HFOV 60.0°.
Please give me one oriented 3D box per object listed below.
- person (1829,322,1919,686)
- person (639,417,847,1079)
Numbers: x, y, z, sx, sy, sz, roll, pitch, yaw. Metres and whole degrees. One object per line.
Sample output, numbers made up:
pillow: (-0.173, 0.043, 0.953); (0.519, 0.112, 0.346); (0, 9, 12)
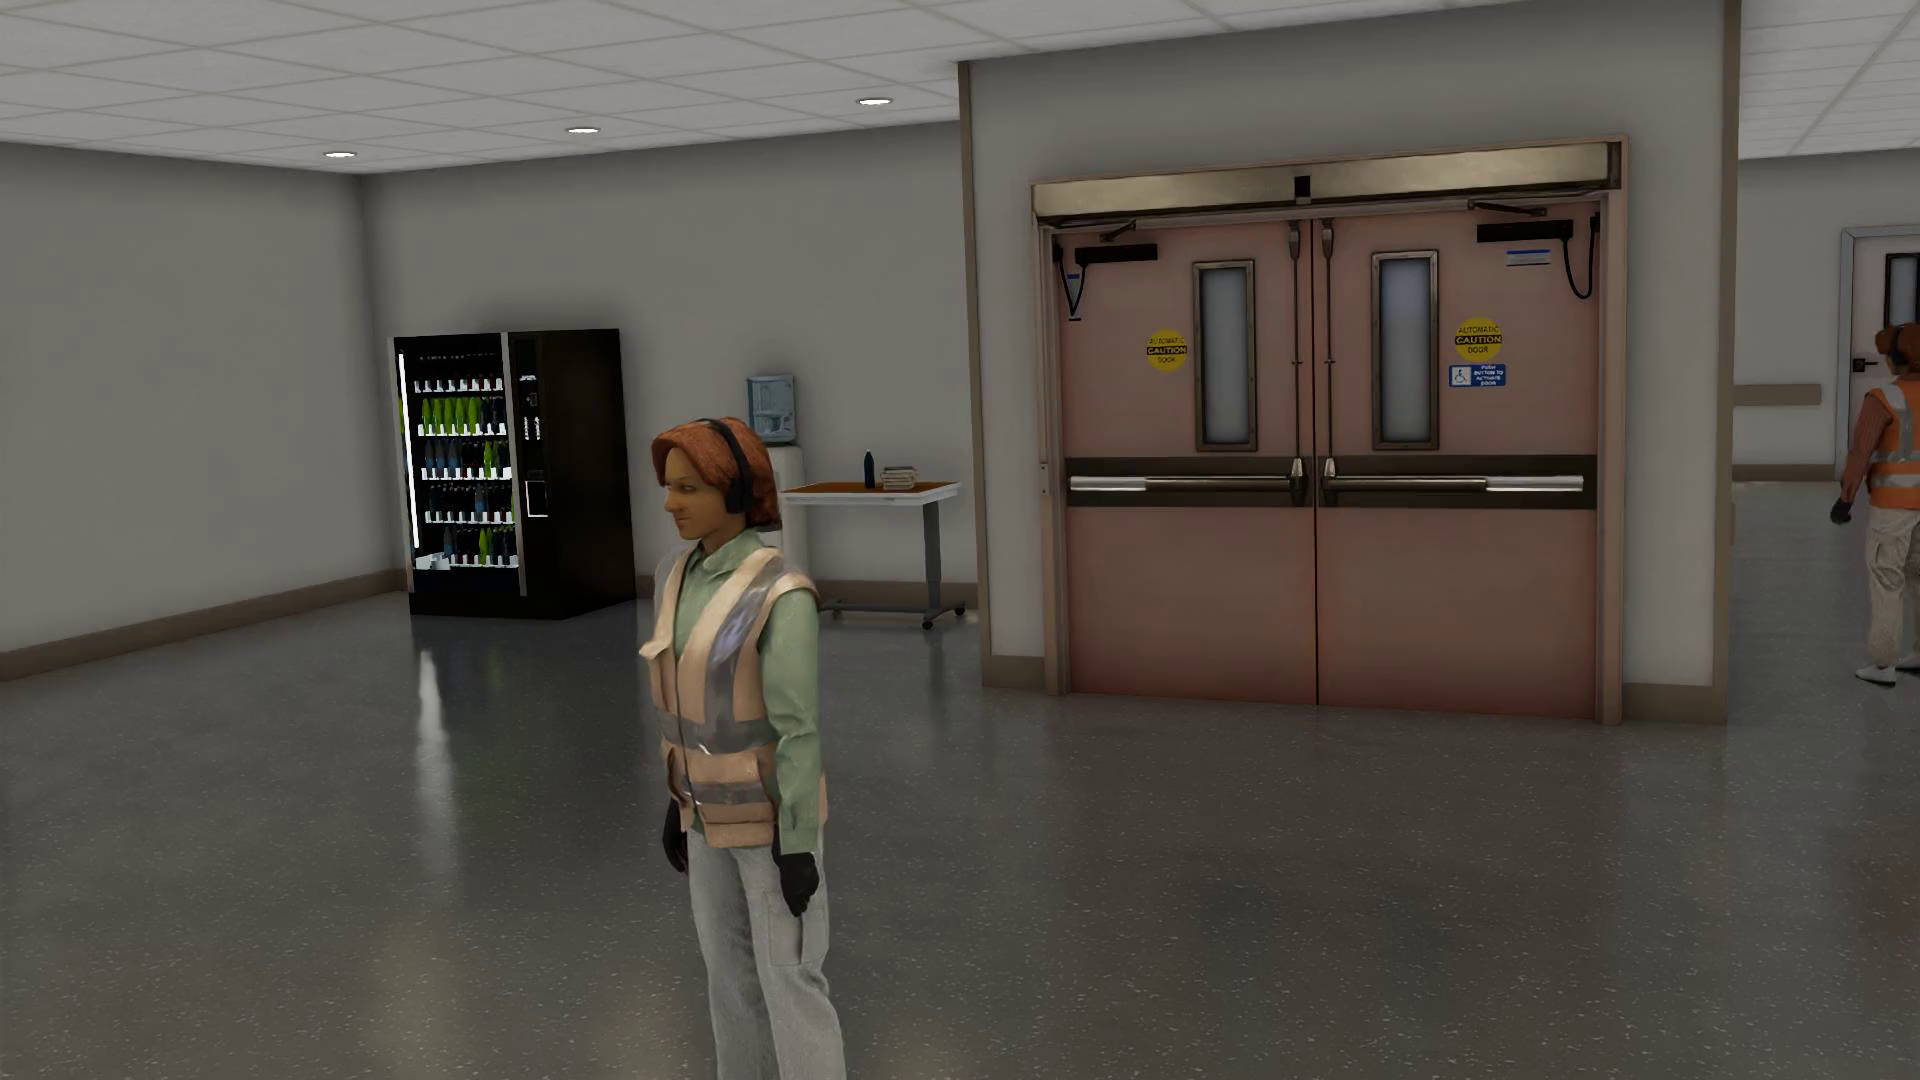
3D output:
person: (4.214, -0.156, 7.459); (0.534, 1.627, 0.419); (-5, 8, -18)
person: (-0.425, 0.569, 3.309); (0.315, 1.629, 0.508); (-8, 9, -38)
